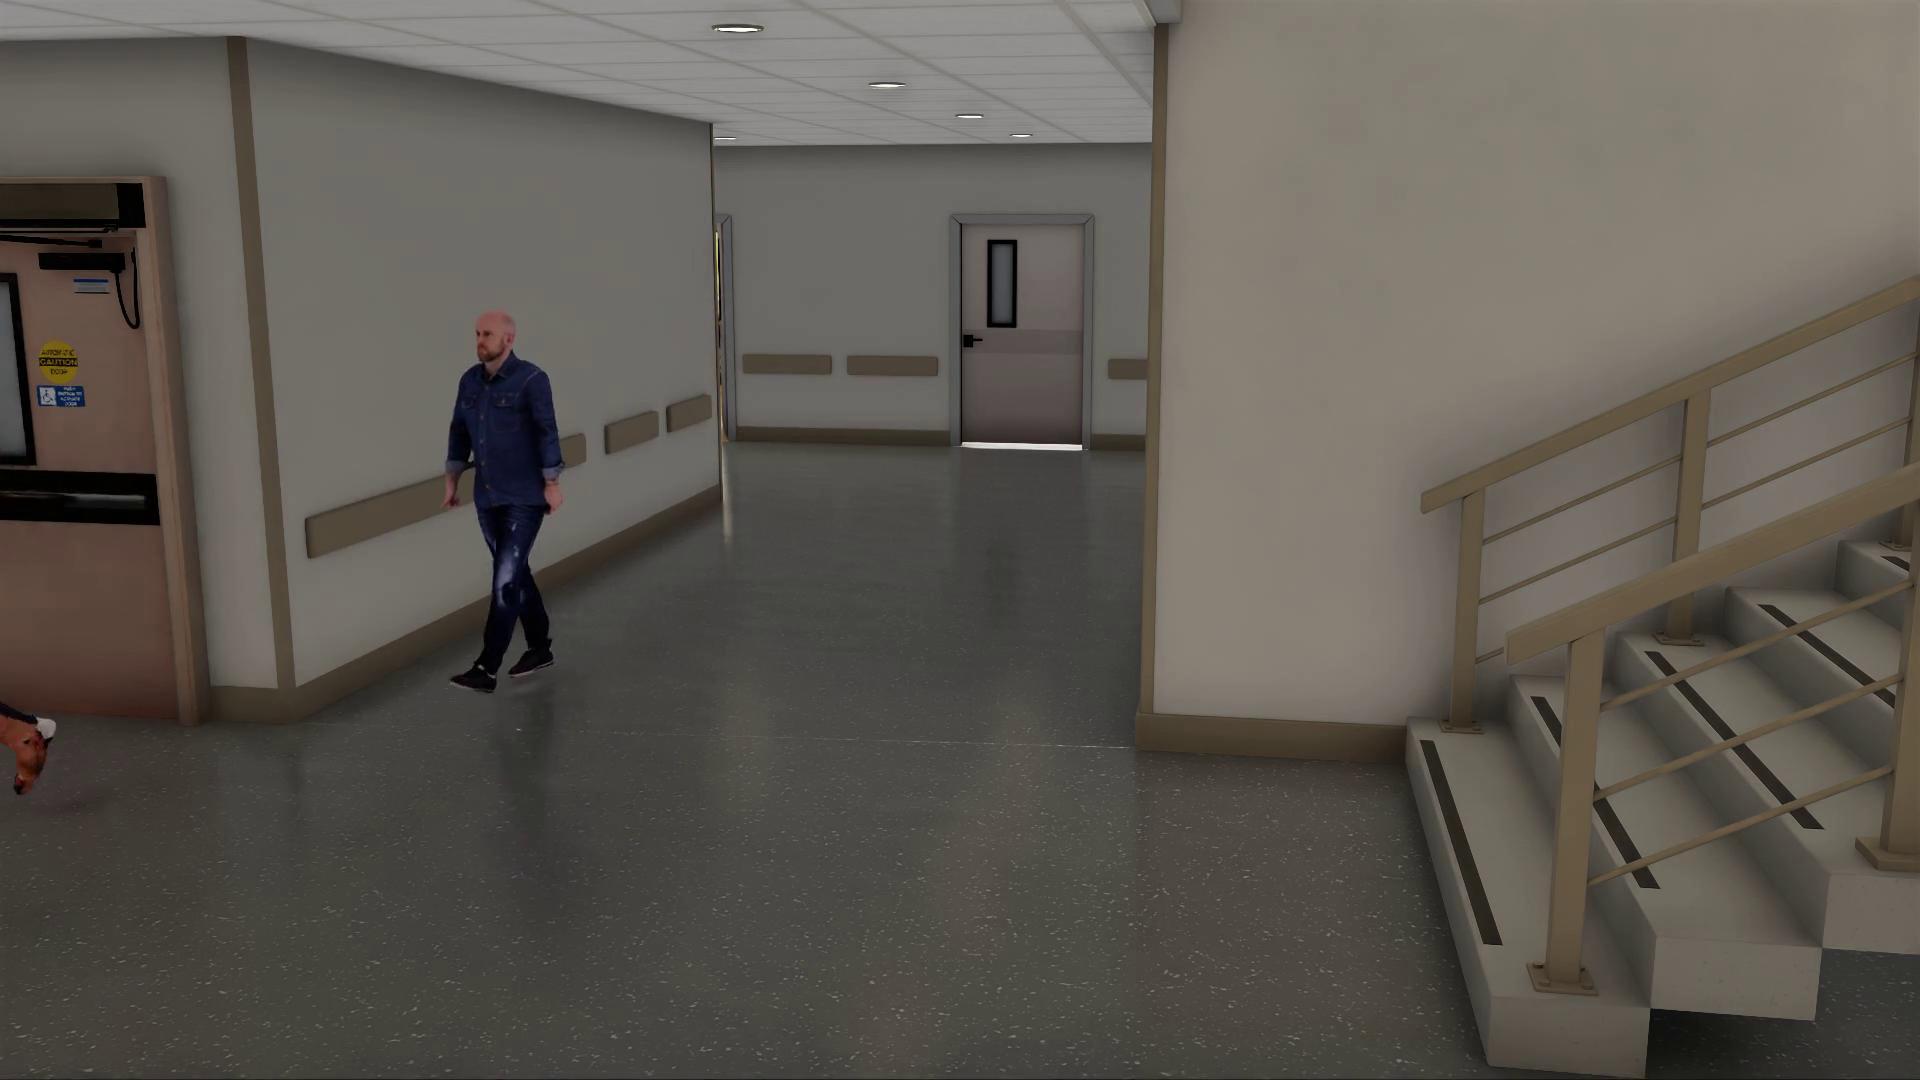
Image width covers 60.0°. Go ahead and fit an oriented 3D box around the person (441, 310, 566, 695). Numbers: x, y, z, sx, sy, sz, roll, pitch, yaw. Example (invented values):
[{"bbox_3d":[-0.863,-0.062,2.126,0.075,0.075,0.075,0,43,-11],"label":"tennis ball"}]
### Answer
[{"bbox_3d":[-2.120,-0.187,8.028,1.096,1.793,1.017,6,12,28],"label":"person"}]
